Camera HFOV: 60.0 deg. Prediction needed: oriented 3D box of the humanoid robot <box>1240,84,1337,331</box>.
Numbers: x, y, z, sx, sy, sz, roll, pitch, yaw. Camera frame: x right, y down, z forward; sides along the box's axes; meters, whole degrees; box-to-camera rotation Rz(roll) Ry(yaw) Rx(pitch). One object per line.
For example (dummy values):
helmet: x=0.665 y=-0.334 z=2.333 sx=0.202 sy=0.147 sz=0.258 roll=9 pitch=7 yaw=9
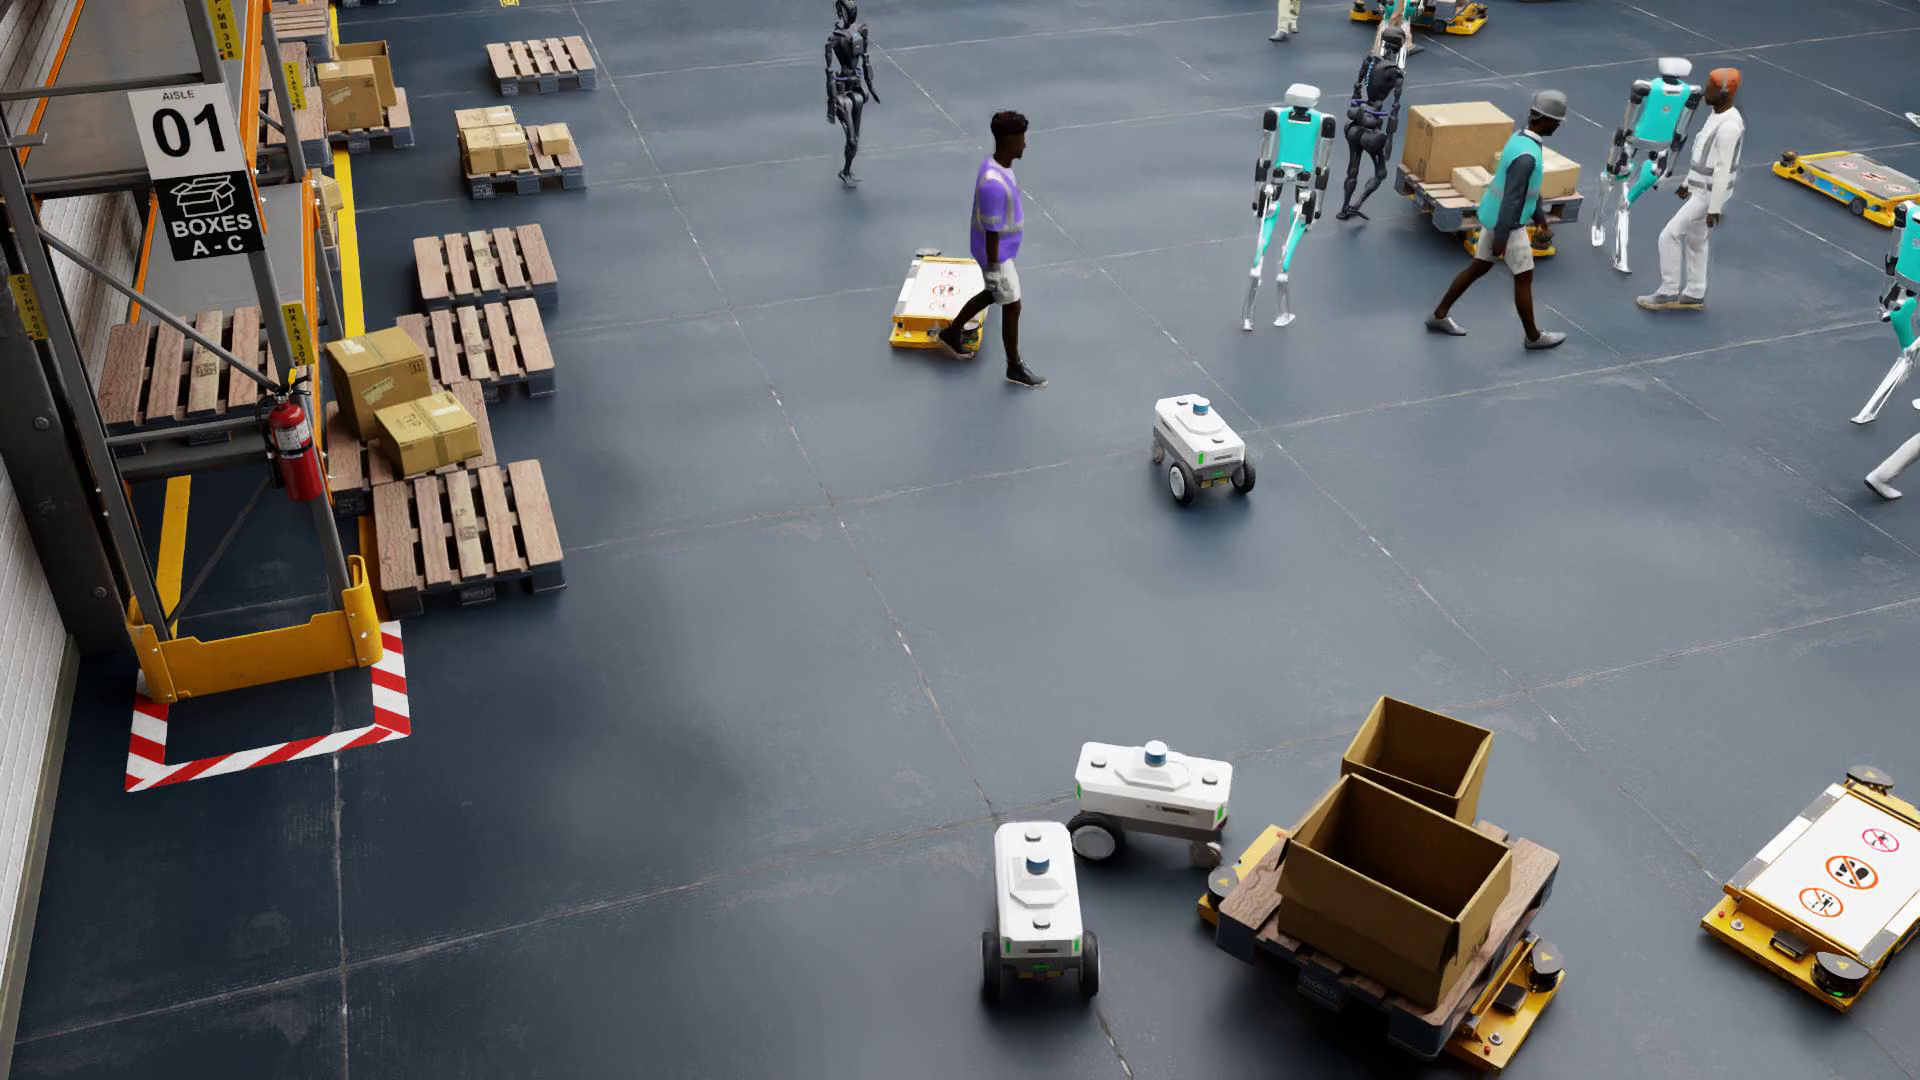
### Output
humanoid robot: x=2.355 y=-2.334 z=12.113 sx=0.540 sy=1.797 sz=0.814 roll=10 pitch=34 yaw=15

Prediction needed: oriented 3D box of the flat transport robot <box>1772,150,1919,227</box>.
flat transport robot: x=7.937 y=-3.123 z=14.648 sx=0.659 sy=0.231 sz=1.431 roll=-10 pitch=34 yaw=-15

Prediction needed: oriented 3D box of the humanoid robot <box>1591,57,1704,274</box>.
humanoid robot: x=5.317 y=-3.065 z=13.239 sx=0.554 sy=1.754 sz=0.967 roll=-3 pitch=33 yaw=-5

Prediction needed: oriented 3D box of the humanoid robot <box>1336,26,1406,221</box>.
humanoid robot: x=3.404 y=-3.466 z=13.891 sx=0.385 sy=1.644 sz=0.612 roll=-15 pitch=36 yaw=-21

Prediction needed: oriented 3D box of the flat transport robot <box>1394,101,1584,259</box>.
flat transport robot: x=4.400 y=-2.734 z=14.052 sx=0.659 sy=0.231 sz=1.431 roll=-6 pitch=34 yaw=-8

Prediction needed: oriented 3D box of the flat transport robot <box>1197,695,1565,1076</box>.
flat transport robot: x=1.812 y=1.717 z=7.224 sx=1.431 sy=0.231 sz=0.659 roll=24 pitch=40 yaw=32

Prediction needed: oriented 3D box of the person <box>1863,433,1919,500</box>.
person: x=6.072 y=-1.009 z=10.108 sx=0.840 sy=1.669 sz=0.465 roll=-2 pitch=33 yaw=-3

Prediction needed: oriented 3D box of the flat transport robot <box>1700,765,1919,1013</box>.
flat transport robot: x=4.023 y=1.535 z=7.504 sx=1.431 sy=0.231 sz=0.659 roll=-25 pitch=41 yaw=-33

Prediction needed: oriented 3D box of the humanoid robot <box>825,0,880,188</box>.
humanoid robot: x=-0.966 y=-3.944 z=14.622 sx=0.387 sy=1.650 sz=0.612 roll=23 pitch=40 yaw=31

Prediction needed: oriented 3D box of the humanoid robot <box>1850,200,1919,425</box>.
humanoid robot: x=6.443 y=-1.548 z=10.915 sx=1.013 sy=1.735 sz=0.541 roll=-12 pitch=35 yaw=-18

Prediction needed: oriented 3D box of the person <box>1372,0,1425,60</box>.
person: x=4.776 y=-5.885 z=17.619 sx=0.773 sy=1.642 sz=0.477 roll=-9 pitch=34 yaw=-13

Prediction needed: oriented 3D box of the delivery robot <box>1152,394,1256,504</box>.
delivery robot: x=1.511 y=-0.618 z=10.524 sx=0.499 sy=0.572 sz=0.747 roll=-11 pitch=35 yaw=-16

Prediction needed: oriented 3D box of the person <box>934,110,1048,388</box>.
person: x=0.200 y=-2.021 z=11.445 sx=0.868 sy=1.932 sz=0.652 roll=6 pitch=34 yaw=9

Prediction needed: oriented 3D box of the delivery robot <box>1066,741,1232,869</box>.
delivery robot: x=0.875 y=1.203 z=7.769 sx=0.815 sy=0.614 sz=0.499 roll=7 pitch=34 yaw=11

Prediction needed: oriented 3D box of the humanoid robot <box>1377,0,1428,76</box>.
humanoid robot: x=4.543 y=-5.647 z=17.052 sx=0.533 sy=1.677 sz=0.735 roll=6 pitch=34 yaw=10

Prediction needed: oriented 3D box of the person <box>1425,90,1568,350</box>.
person: x=3.940 y=-2.287 z=11.913 sx=0.987 sy=1.869 sz=0.550 roll=6 pitch=34 yaw=8

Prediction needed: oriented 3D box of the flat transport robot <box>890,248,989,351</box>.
flat transport robot: x=-0.102 y=-1.838 z=12.678 sx=0.659 sy=0.231 sz=1.431 roll=4 pitch=33 yaw=6

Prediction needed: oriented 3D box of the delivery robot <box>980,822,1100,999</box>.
delivery robot: x=0.331 y=1.597 z=7.163 sx=0.499 sy=0.613 sz=0.796 roll=-1 pitch=33 yaw=-1

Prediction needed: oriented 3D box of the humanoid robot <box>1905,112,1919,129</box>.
humanoid robot: x=9.482 y=-4.489 z=15.425 sx=0.547 sy=1.735 sz=1.043 roll=-15 pitch=36 yaw=-22

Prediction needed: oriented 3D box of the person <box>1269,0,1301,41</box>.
person: x=3.654 y=-6.451 z=18.355 sx=0.563 sy=1.787 sz=0.833 roll=8 pitch=34 yaw=13

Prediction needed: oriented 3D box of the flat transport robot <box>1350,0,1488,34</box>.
flat transport robot: x=5.301 y=-6.088 z=19.195 sx=1.431 sy=0.231 sz=0.659 roll=17 pitch=37 yaw=24

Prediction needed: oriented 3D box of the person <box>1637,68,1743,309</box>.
person: x=5.440 y=-2.585 z=12.359 sx=0.632 sy=1.861 sz=0.615 roll=10 pitch=34 yaw=14
